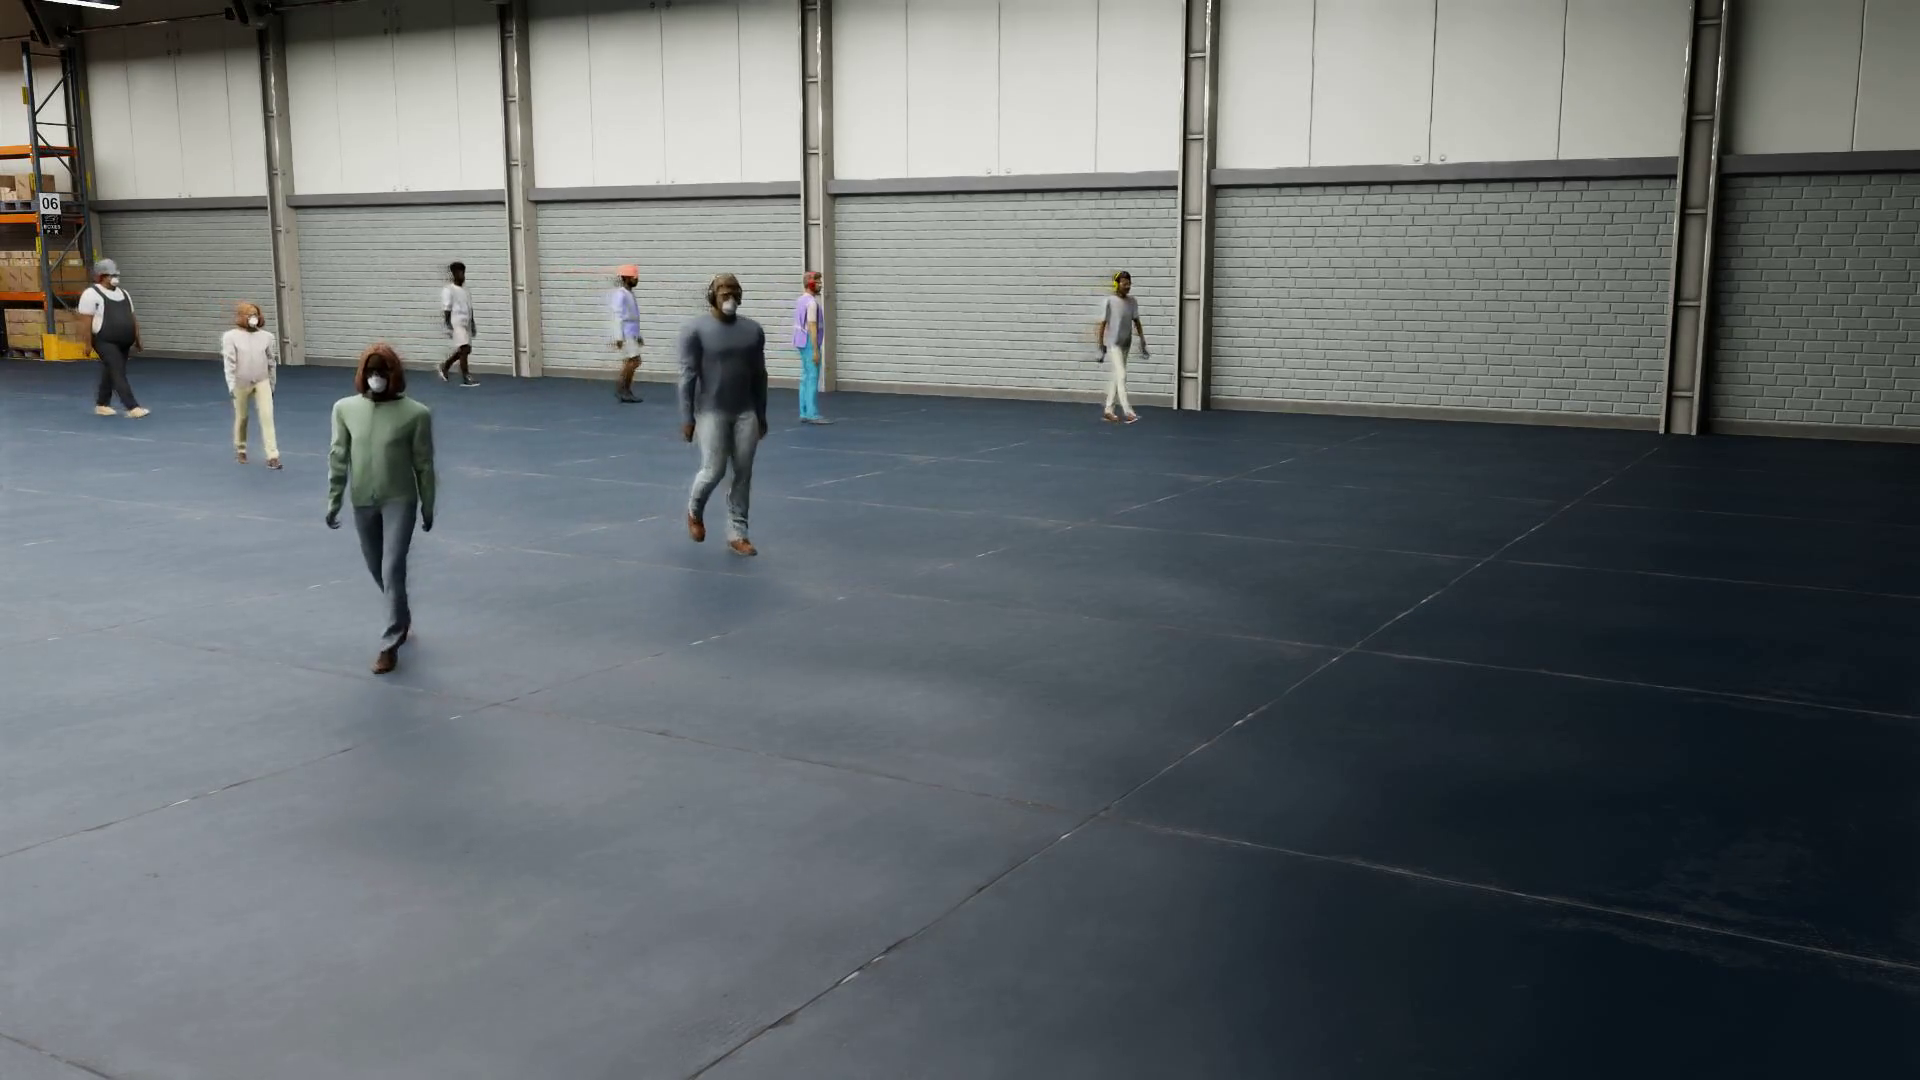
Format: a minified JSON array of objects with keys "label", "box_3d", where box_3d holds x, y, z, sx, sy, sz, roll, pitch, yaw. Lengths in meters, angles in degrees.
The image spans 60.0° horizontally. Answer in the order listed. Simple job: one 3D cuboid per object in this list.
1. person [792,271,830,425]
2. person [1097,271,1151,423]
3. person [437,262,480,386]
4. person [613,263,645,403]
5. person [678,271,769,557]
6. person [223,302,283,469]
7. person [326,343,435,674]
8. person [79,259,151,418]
[{"label":"person","box_3d":[-1.815,-2.307,20.019,0.377,1.843,0.569,-3,10,-19]},{"label":"person","box_3d":[2.019,-2.317,20.114,0.515,1.829,0.936,-7,12,-35]},{"label":"person","box_3d":[-7.853,-3.365,25.931,0.748,1.941,0.618,3,10,15]},{"label":"person","box_3d":[-4.530,-2.825,22.846,0.419,1.922,0.553,1,10,5]},{"label":"person","box_3d":[-1.610,-0.854,11.301,0.632,1.926,0.562,-7,12,-36]},{"label":"person","box_3d":[-6.817,-1.490,15.989,0.501,1.591,0.862,-7,12,-36]},{"label":"person","box_3d":[-2.875,-0.197,8.355,0.495,1.601,0.809,1,10,3]},{"label":"person","box_3d":[-10.625,-2.554,20.892,1.012,2.000,0.696,3,10,18]}]
